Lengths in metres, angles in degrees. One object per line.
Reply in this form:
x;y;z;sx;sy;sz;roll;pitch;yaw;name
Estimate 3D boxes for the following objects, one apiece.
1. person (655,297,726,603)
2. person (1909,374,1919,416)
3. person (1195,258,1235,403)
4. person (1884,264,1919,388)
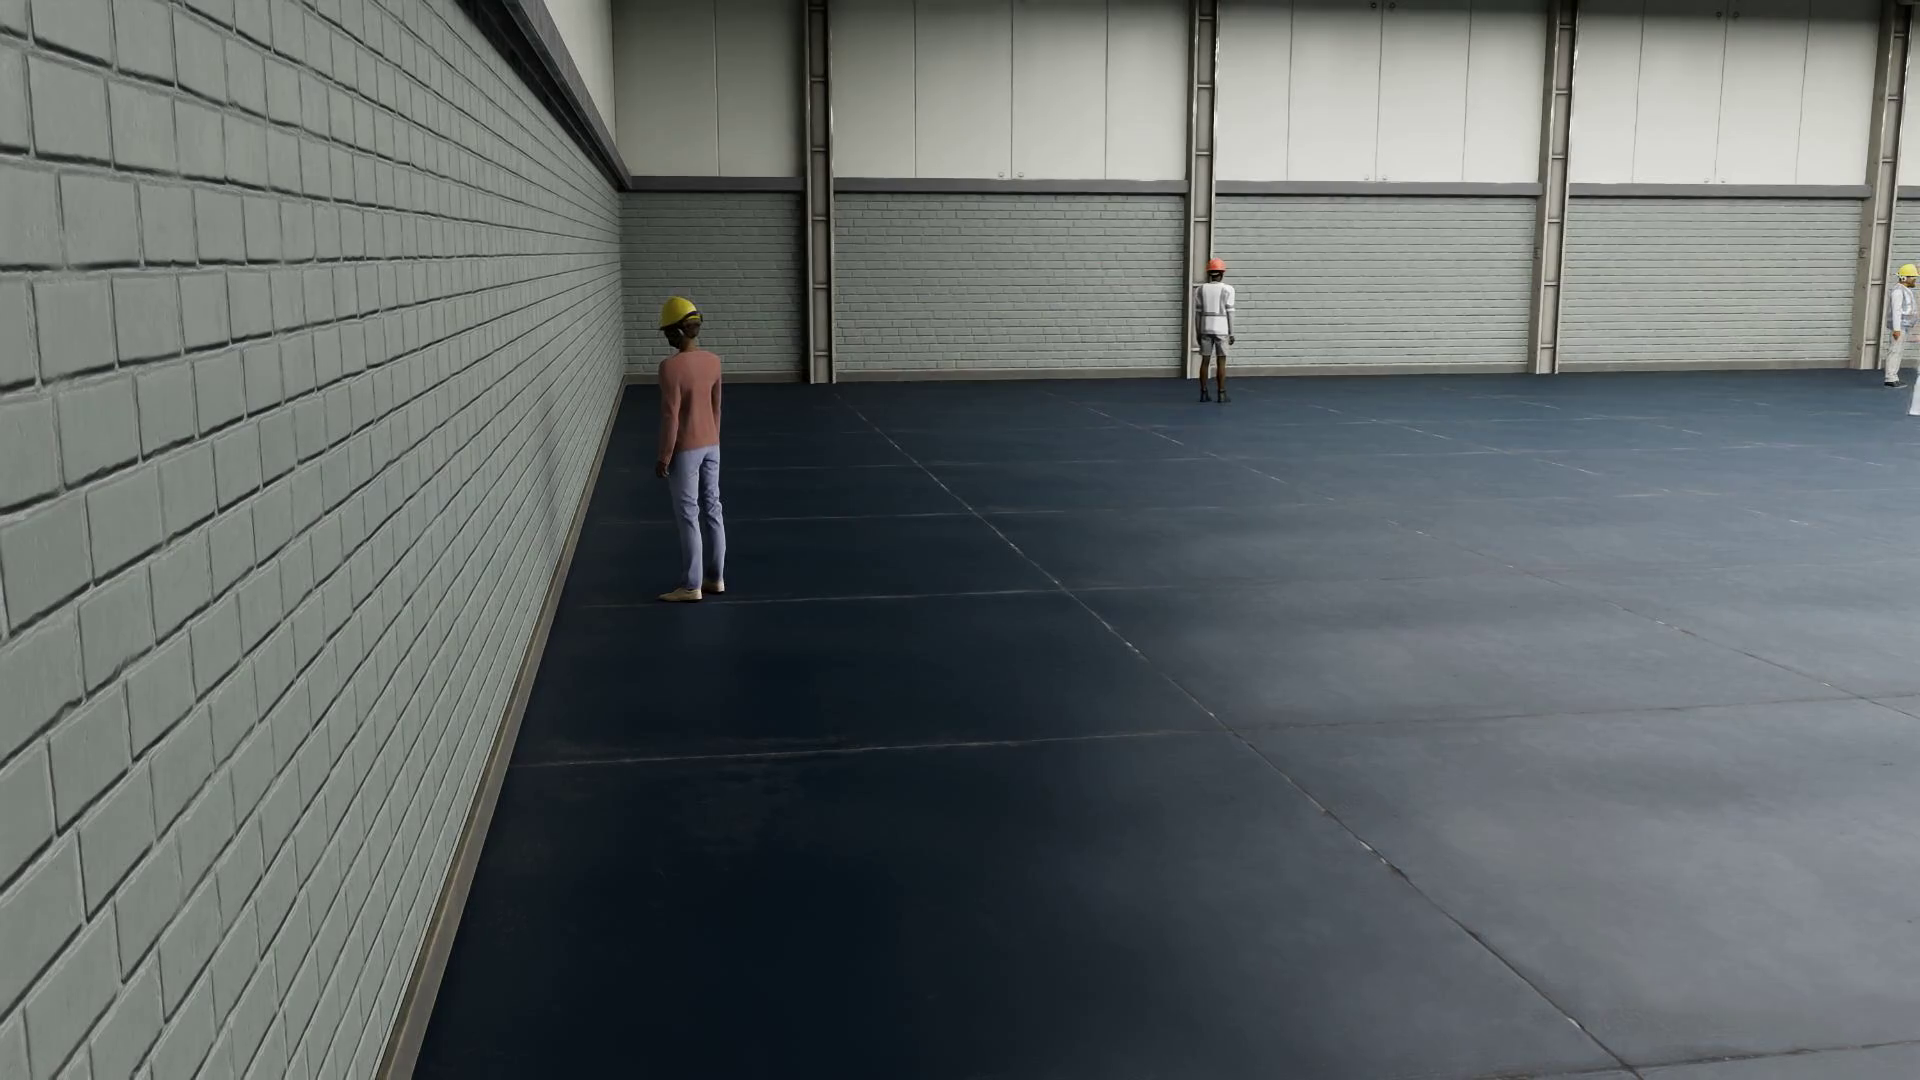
-1.576;-0.515;9.624;0.325;1.760;0.523;5;11;28;person
12.139;-2.426;20.310;0.998;1.870;0.594;-1;10;-5;person
3.420;-2.799;22.282;0.548;1.933;0.381;6;12;31;person
13.966;-3.165;24.665;0.403;1.830;0.601;8;13;38;person
